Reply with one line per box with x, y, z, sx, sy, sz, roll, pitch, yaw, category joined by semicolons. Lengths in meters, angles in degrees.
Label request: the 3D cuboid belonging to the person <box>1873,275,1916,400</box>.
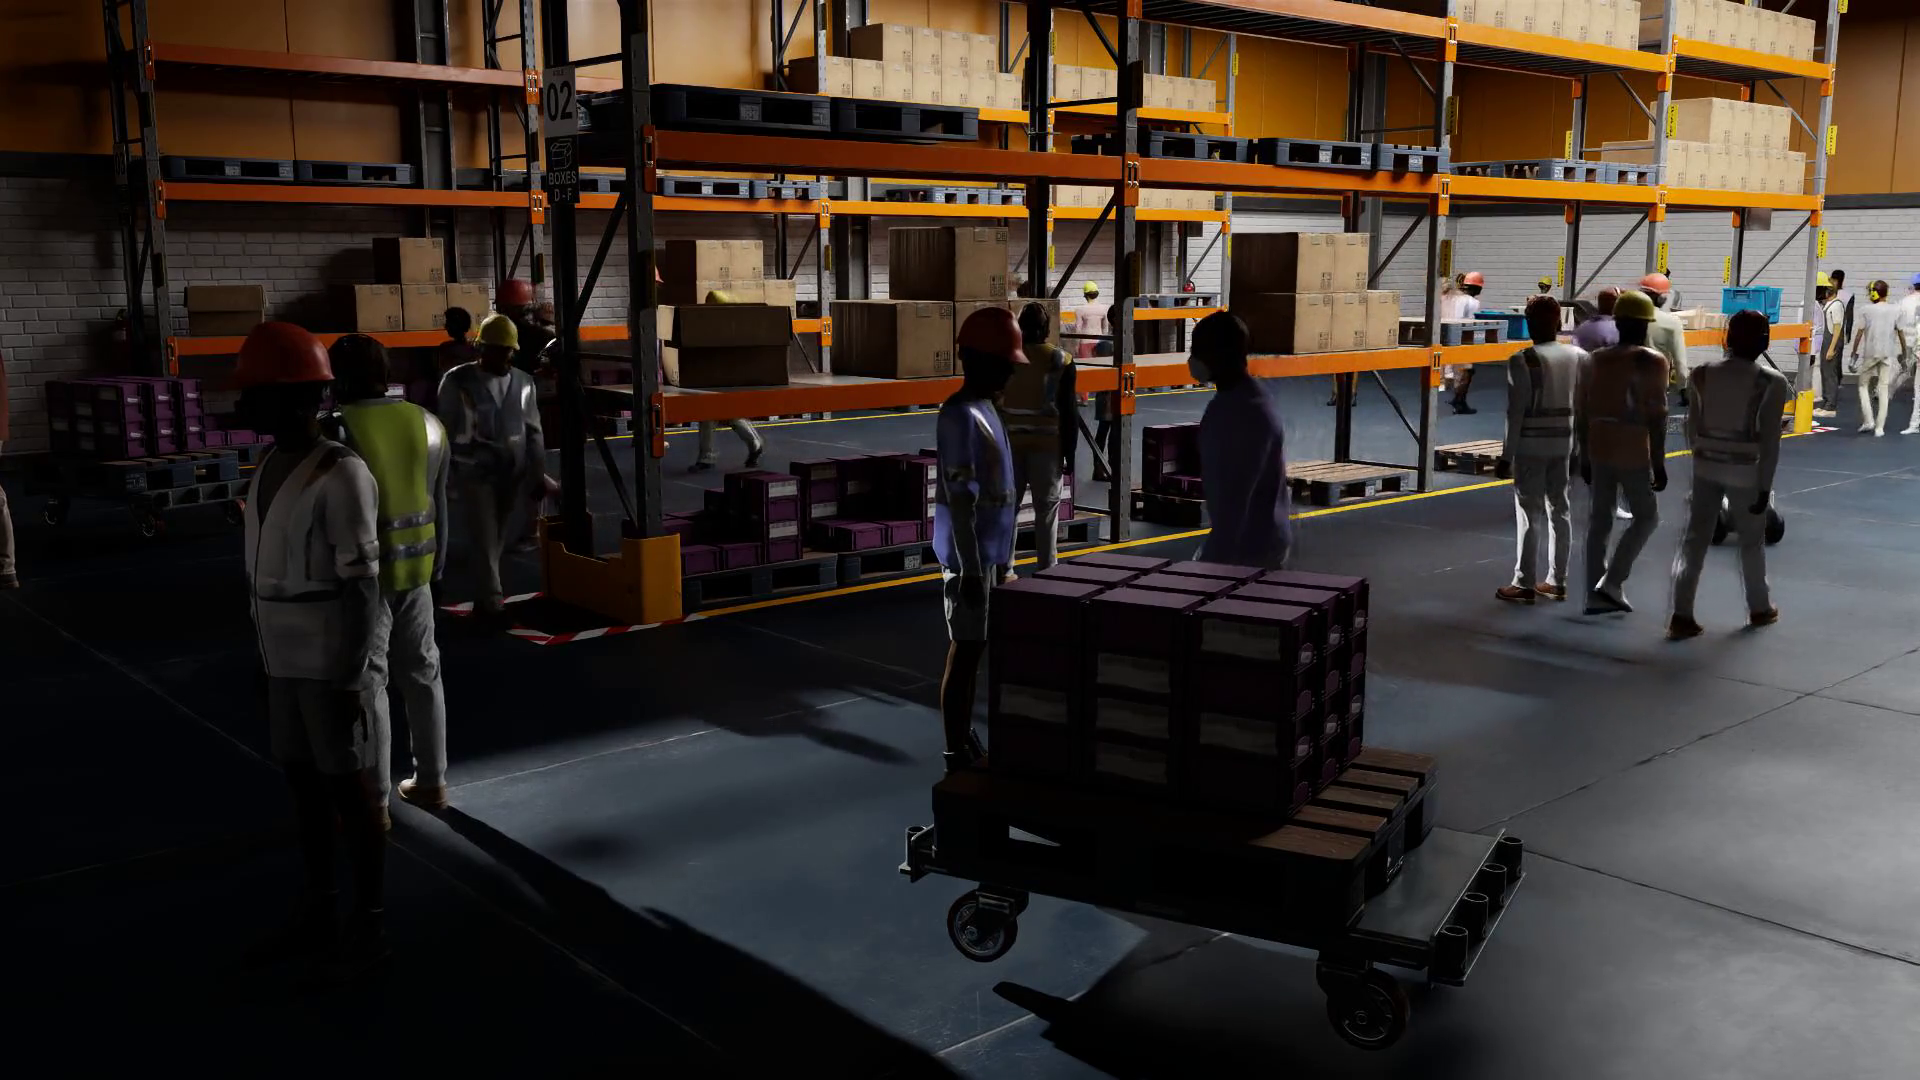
13.941;-2.959;24.413;1.022;1.846;0.659;-1;10;-3;person

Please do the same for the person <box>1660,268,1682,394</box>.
10.827;-3.235;25.740;0.599;1.958;0.371;2;10;9;person

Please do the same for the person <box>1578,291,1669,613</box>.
3.922;-0.503;9.828;0.437;1.917;0.638;-6;11;-30;person

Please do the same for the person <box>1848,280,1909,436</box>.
10.902;-2.157;19.746;0.688;1.837;0.579;2;10;14;person

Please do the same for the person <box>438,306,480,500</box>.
-4.301;-1.167;14.384;0.541;1.696;0.318;5;11;29;person

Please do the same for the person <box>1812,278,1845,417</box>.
11.486;-2.541;22.010;0.345;1.836;0.508;3;10;17;person

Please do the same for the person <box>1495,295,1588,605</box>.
3.556;-0.543;10.179;0.593;1.887;0.343;-3;10;-20;person

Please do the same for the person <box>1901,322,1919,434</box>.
11.520;-2.047;19.732;0.324;1.647;0.521;-3;10;-18;person

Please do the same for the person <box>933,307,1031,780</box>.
0.088;0.053;6.565;0.375;1.927;0.543;1;10;8;person

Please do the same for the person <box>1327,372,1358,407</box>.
5.479;-2.858;23.560;0.545;1.942;0.349;5;11;27;person

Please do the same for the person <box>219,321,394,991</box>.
-1.908;0.340;4.848;0.543;1.939;0.362;8;13;39;person

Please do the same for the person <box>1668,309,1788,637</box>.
4.333;-0.373;9.348;0.969;1.839;0.573;-9;13;-42;person

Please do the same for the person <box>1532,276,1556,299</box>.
10.402;-3.820;29.704;0.328;1.769;0.526;-9;13;-42;person

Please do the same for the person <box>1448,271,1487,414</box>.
6.855;-2.642;22.359;0.410;1.917;0.564;-2;10;-11;person

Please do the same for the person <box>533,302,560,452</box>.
-4.498;-1.775;18.140;0.503;1.627;0.272;8;13;40;person

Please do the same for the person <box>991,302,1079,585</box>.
0.449;-0.581;10.557;0.629;1.837;0.429;3;10;16;person

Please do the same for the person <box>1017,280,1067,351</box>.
0.648;-1.229;14.070;0.421;1.921;0.649;-9;13;-43;person

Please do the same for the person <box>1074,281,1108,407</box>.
1.851;-2.764;23.516;0.524;1.772;0.301;-4;10;-20;person

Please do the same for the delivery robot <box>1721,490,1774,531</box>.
5.812;-0.326;12.518;0.477;0.478;0.707;0;10;0;delivery robot

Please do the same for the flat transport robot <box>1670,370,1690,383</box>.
12.203;-2.679;27.398;1.431;0.197;0.652;3;10;18;flat transport robot

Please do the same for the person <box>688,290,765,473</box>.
-2.323;-1.578;16.482;0.597;1.801;0.848;8;13;41;person

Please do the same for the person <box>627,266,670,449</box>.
-3.456;-2.021;18.379;0.398;2.037;0.608;-5;11;-29;person

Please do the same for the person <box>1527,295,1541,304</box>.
7.258;-2.273;21.031;0.314;1.636;0.515;-5;11;-28;person

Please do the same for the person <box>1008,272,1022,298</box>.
0.735;-2.698;22.742;0.843;1.906;0.651;-8;13;-39;person

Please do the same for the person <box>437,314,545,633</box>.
-2.615;-0.373;9.457;0.602;1.788;0.845;-9;13;-42;person

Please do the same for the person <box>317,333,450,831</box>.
-2.189;0.157;6.205;0.429;1.842;0.629;6;12;33;person

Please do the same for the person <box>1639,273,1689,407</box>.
6.161;-1.375;14.769;0.655;1.971;0.639;-7;12;-34;person

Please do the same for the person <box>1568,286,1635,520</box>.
5.151;-1.091;13.365;0.600;1.891;0.676;-2;10;-11;person

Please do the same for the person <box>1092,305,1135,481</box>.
1.465;-1.400;15.784;0.337;1.687;0.539;8;13;39;person

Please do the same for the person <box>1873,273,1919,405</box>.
13.531;-2.848;23.661;0.977;1.899;0.602;-2;10;-11;person

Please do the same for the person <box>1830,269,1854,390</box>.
13.891;-3.345;26.500;0.597;1.920;0.383;7;12;37;person

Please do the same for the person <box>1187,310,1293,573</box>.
1.035;0.054;6.601;0.763;1.903;0.664;-1;10;-6;person

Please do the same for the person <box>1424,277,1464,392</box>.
7.576;-3.236;26.008;0.688;1.863;0.487;1;10;4;person

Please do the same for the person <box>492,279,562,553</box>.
-3.085;-0.918;12.147;0.637;1.973;0.726;6;12;33;person

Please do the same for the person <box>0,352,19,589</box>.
-6.269;-0.672;10.607;0.382;1.993;0.622;-6;11;-31;person

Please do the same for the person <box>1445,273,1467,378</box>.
8.648;-3.707;28.885;0.452;1.822;0.625;2;10;14;person

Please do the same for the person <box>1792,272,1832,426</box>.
10.681;-2.395;20.892;0.371;1.929;0.585;4;10;22;person

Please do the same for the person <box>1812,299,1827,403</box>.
12.512;-2.817;24.206;0.522;1.638;0.311;-9;13;-42;person
